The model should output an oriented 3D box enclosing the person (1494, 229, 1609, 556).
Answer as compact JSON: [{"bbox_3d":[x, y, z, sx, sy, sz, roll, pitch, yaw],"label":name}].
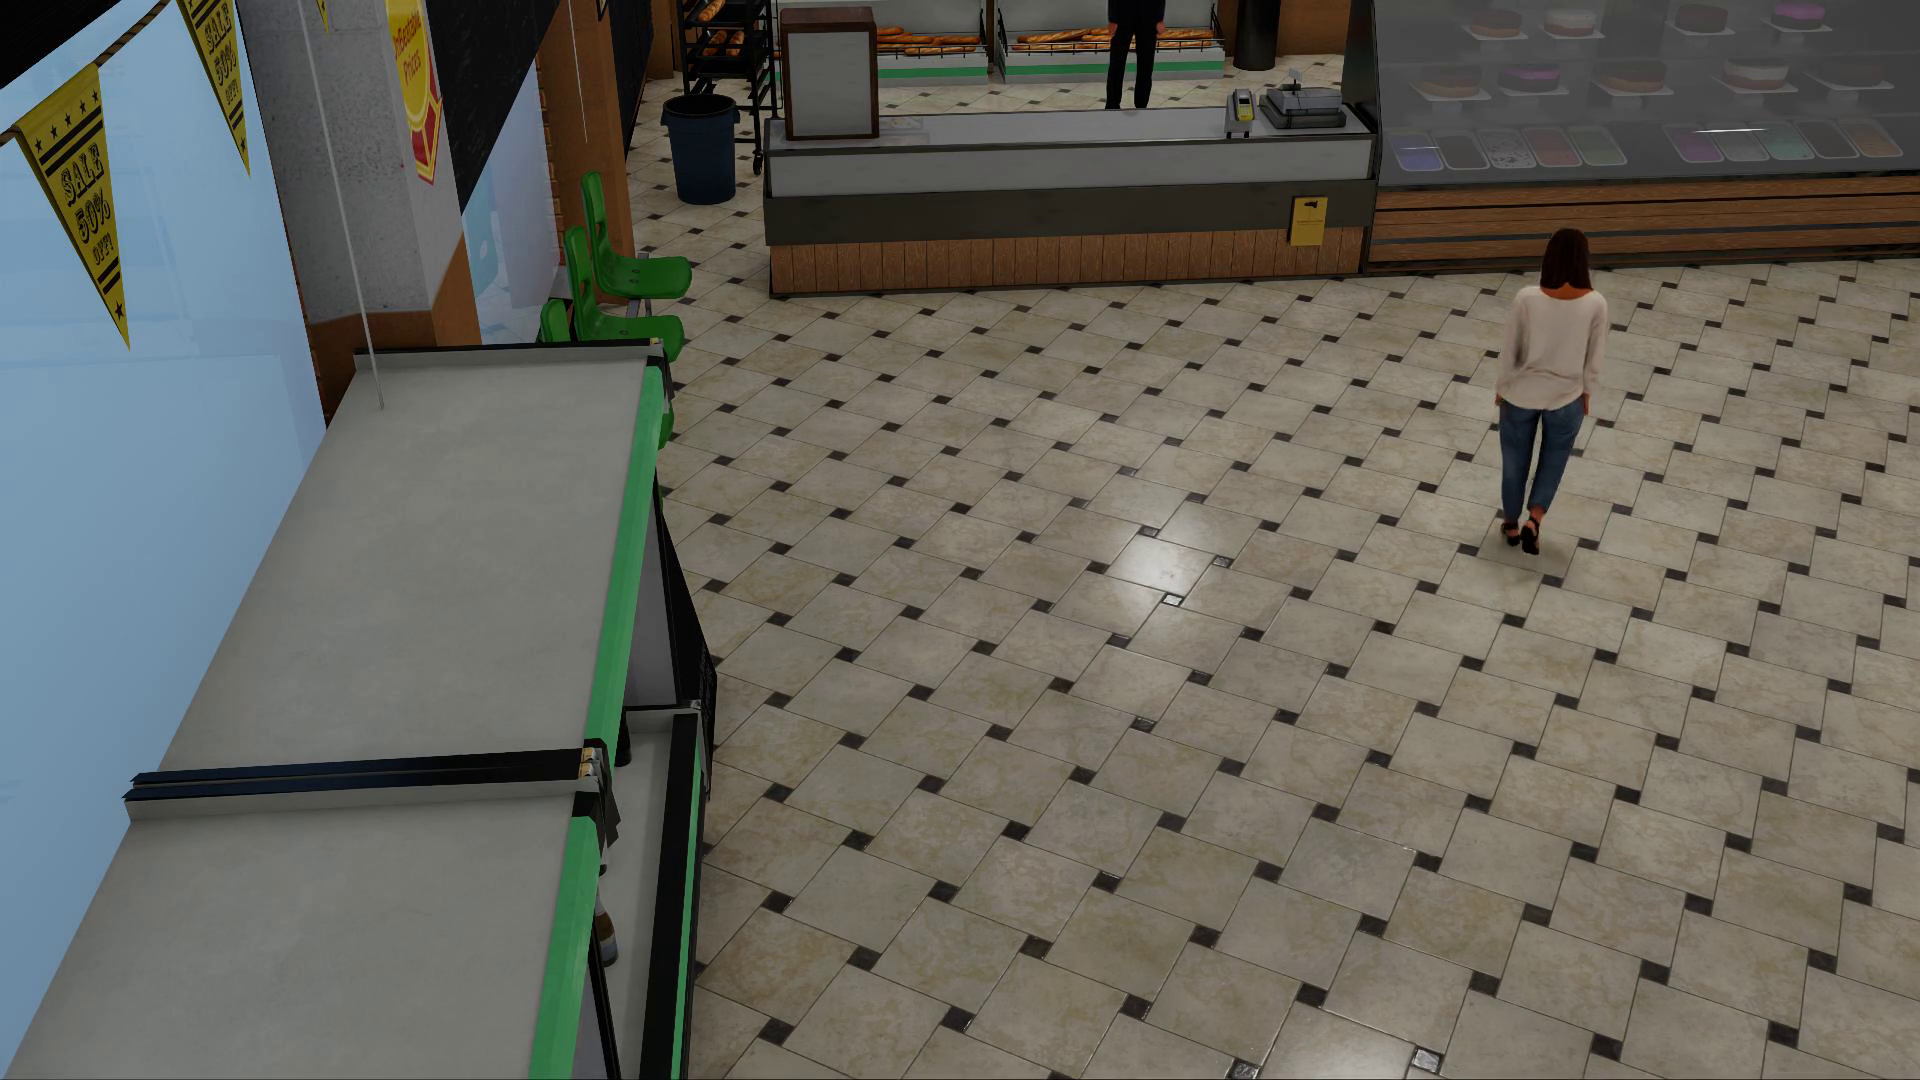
[{"bbox_3d":[2.760,-0.643,7.871,0.787,1.674,0.878,11,33,16],"label":"person"}]

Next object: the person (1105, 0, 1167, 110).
[{"bbox_3d":[1.431,-4.245,13.477,0.622,1.867,0.578,-2,32,-3],"label":"person"}]
